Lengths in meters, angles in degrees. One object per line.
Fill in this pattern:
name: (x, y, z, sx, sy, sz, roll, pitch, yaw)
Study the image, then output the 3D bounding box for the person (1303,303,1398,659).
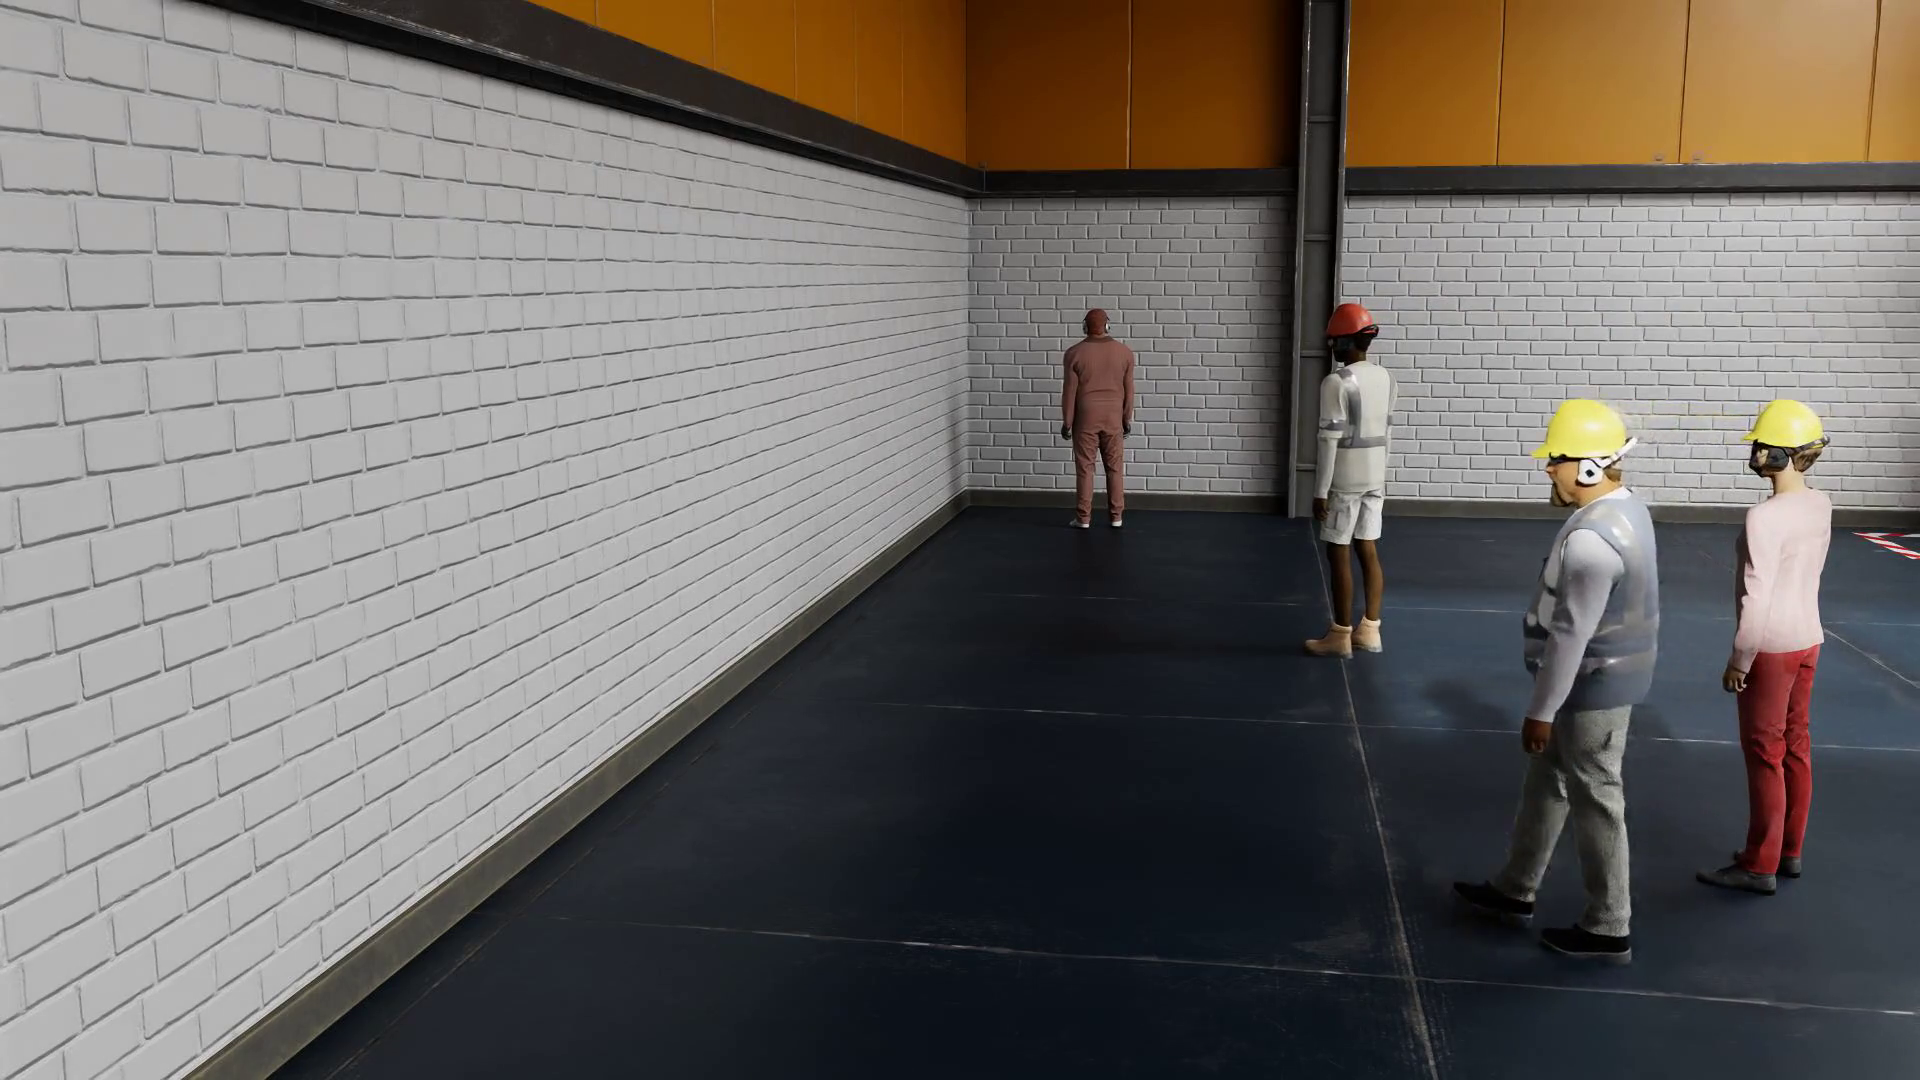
person: (2.240, -0.338, 9.603, 0.610, 2.035, 0.399, -8, 12, -40)

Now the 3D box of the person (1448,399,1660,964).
person: (1.886, 0.452, 5.371, 0.690, 1.810, 0.625, 5, 10, 27)

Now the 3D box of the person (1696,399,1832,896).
person: (2.904, 0.382, 5.957, 0.525, 1.772, 0.305, -8, 12, -41)

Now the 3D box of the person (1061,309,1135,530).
person: (1.177, -1.034, 14.338, 0.638, 1.902, 0.407, -2, 9, -10)
